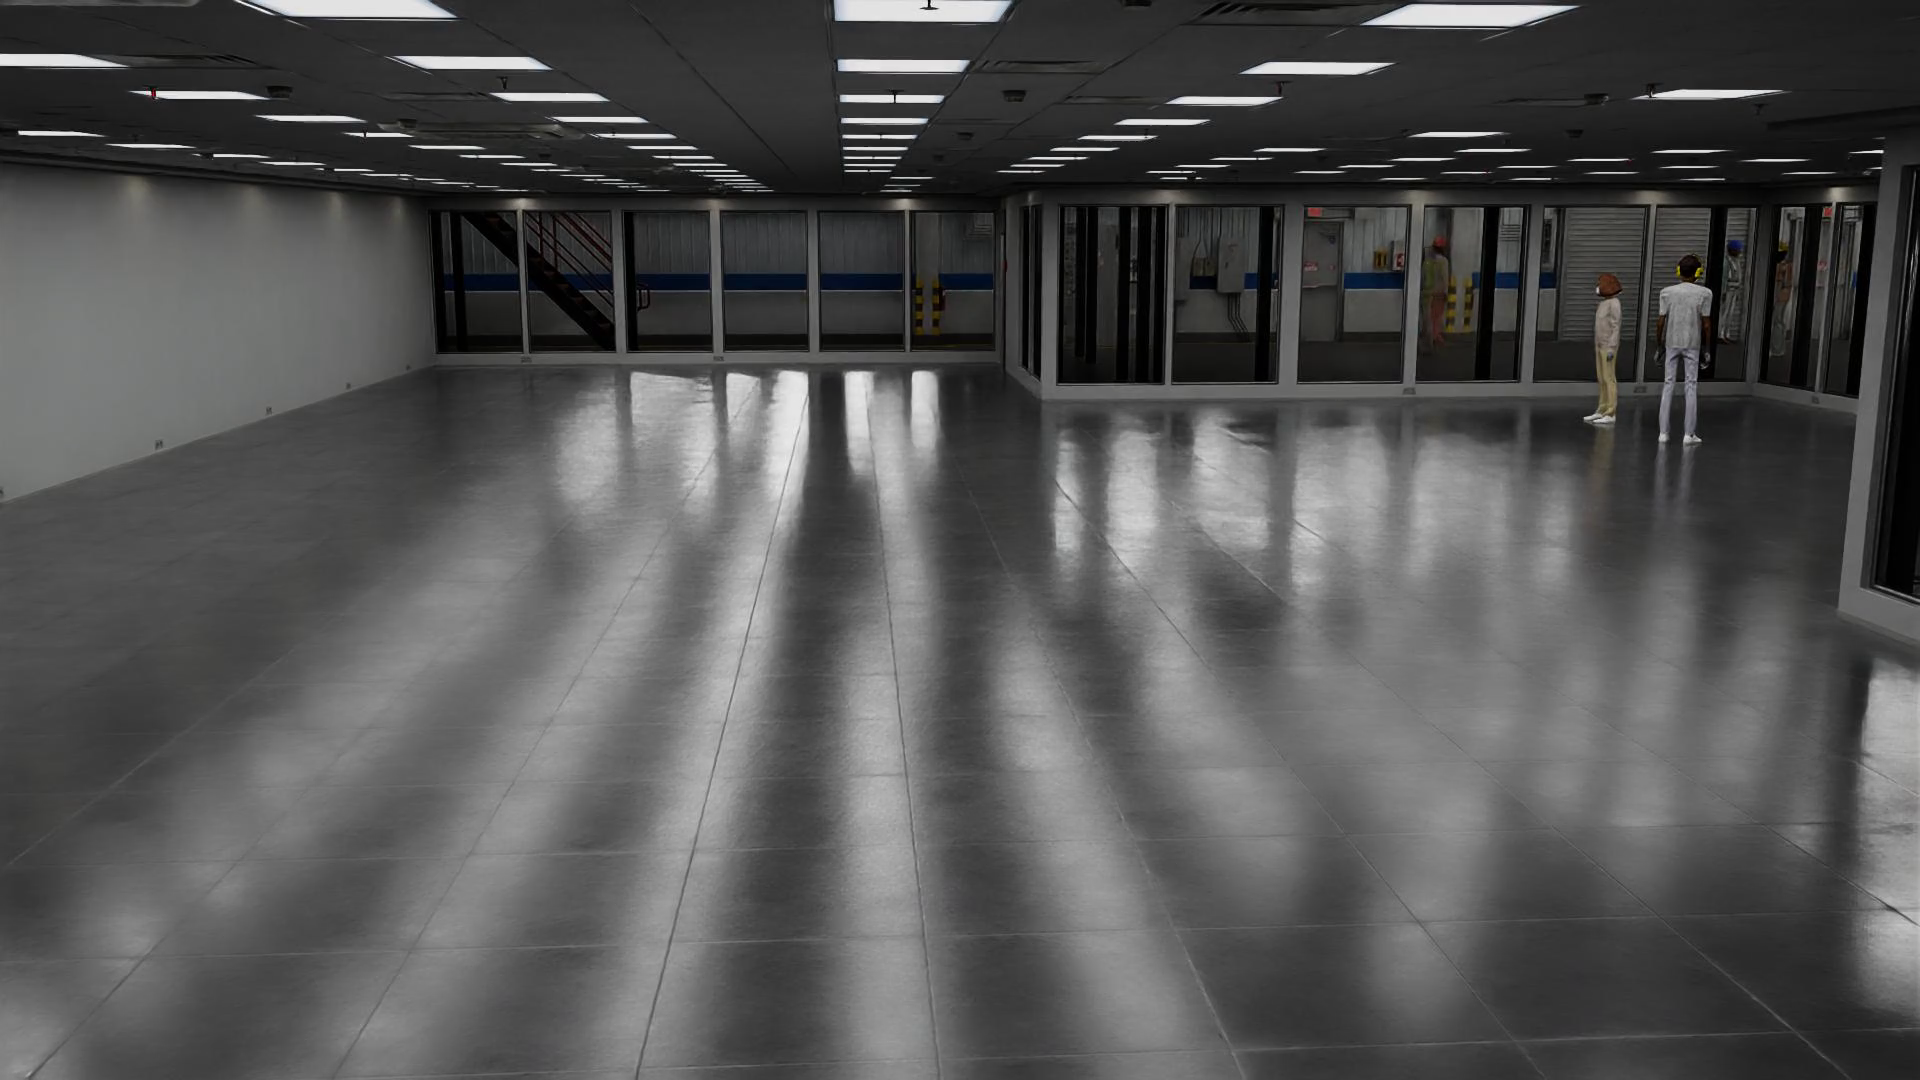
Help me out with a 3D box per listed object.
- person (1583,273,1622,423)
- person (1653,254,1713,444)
[{"bbox_3d":[7.064,-2.092,18.206,0.268,1.632,0.506,1,11,3],"label":"person"},{"bbox_3d":[7.131,-1.875,16.412,0.535,1.868,0.309,7,13,34],"label":"person"}]
